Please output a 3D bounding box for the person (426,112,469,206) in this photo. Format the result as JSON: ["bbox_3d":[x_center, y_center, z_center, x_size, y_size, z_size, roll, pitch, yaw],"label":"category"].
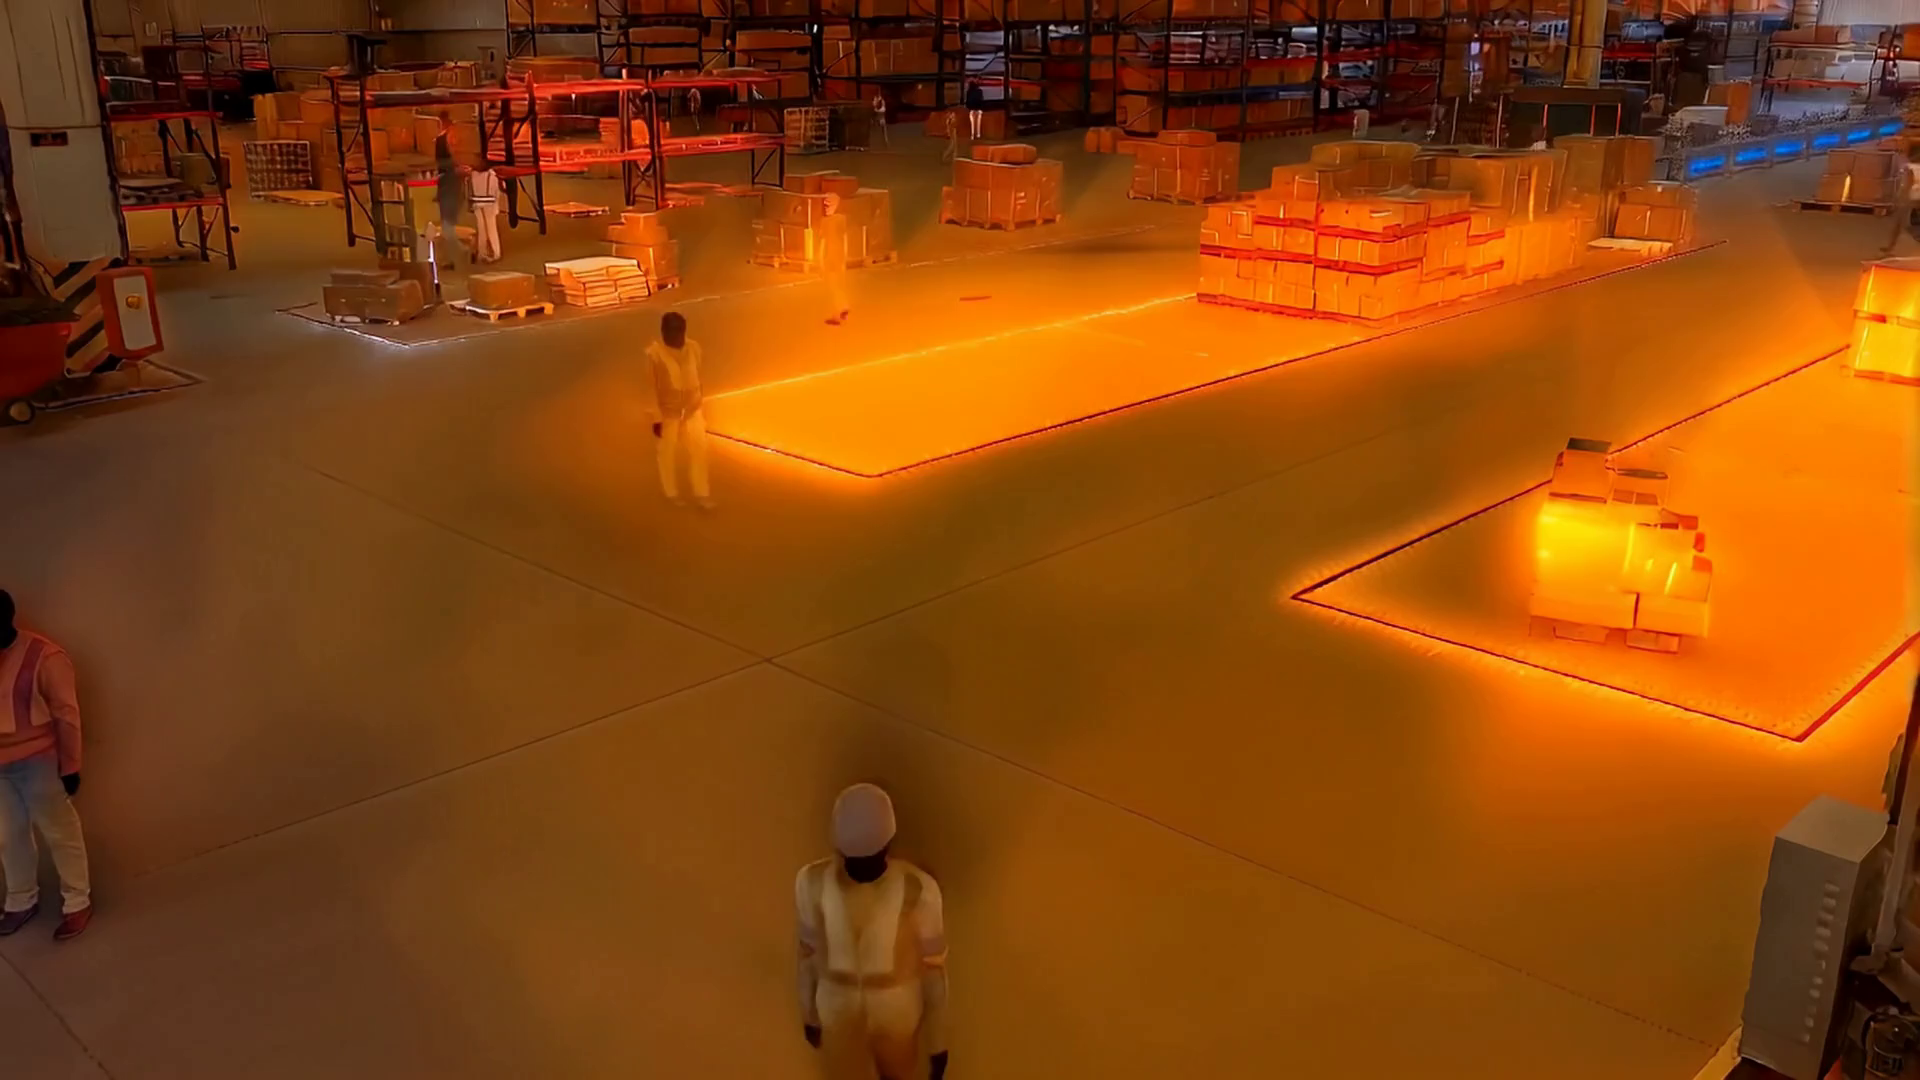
[{"bbox_3d":[-11.104,-8.265,35.994,1.002,2.000,0.697,-14,23,-37],"label":"person"}]

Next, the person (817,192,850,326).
[{"bbox_3d":[-1.785,-3.898,23.118,0.385,1.859,0.548,15,24,38],"label":"person"}]

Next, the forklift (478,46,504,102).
[{"bbox_3d":[-14.397,-13.832,51.456,1.129,2.768,1.873,17,25,41],"label":"forklift"}]

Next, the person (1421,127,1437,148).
[{"bbox_3d":[9.466,-7.473,33.899,0.579,1.855,0.537,10,21,28],"label":"person"}]

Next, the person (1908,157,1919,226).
[{"bbox_3d":[19.150,-7.199,32.947,0.375,1.935,0.551,17,25,41],"label":"person"}]

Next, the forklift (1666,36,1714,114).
[{"bbox_3d":[27.341,-17.291,61.877,1.129,2.768,1.873,17,25,41],"label":"forklift"}]

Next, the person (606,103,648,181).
[{"bbox_3d":[-8.186,-9.785,40.837,1.034,1.878,0.651,-6,19,-16],"label":"person"}]

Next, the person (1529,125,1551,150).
[{"bbox_3d":[11.608,-7.321,33.330,0.606,1.937,0.916,-15,24,-38],"label":"person"}]

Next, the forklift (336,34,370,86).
[{"bbox_3d":[-23.429,-18.309,64.943,1.129,2.768,1.873,17,25,41],"label":"forklift"}]

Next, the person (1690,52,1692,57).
[{"bbox_3d":[31.340,-20.144,71.855,0.383,1.996,0.609,8,20,22],"label":"person"}]

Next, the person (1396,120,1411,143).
[{"bbox_3d":[9.889,-8.440,36.995,0.526,1.740,0.769,-14,23,-35],"label":"person"}]

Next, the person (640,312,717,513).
[{"bbox_3d":[-2.467,-1.107,14.777,0.647,1.812,0.771,-15,23,-38],"label":"person"}]

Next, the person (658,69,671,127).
[{"bbox_3d":[-10.082,-15.059,56.673,0.589,1.912,0.391,13,22,34],"label":"person"}]

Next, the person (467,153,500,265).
[{"bbox_3d":[-8.099,-5.628,28.293,0.584,1.884,0.346,5,19,15],"label":"person"}]

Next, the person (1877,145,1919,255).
[{"bbox_3d":[16.823,-6.009,29.420,0.802,1.897,0.595,17,25,41],"label":"person"}]

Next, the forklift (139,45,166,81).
[{"bbox_3d":[-25.287,-14.121,52.325,1.129,2.768,1.873,17,25,41],"label":"forklift"}]

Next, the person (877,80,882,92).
[{"bbox_3d":[-2.872,-17.360,63.731,0.627,1.833,0.429,-1,18,-4],"label":"person"}]

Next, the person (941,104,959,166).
[{"bbox_3d":[-0.217,-10.743,44.106,0.423,1.622,0.531,-8,20,-22],"label":"person"}]

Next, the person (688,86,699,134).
[{"bbox_3d":[-8.603,-13.966,53.710,0.316,1.695,0.542,0,18,0],"label":"person"}]

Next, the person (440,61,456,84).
[{"bbox_3d":[-19.499,-17.289,63.395,0.576,1.896,0.915,-5,19,-16],"label":"person"}]

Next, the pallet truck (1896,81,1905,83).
[{"bbox_3d":[34.802,-16.331,61.455,0.653,1.274,1.630,17,25,41],"label":"pallet truck"}]

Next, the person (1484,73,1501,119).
[{"bbox_3d":[19.293,-16.069,60.160,0.517,1.614,0.500,-11,21,-29],"label":"person"}]

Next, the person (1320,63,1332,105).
[{"bbox_3d":[14.833,-18.423,67.202,0.533,1.662,0.869,-7,20,-20],"label":"person"}]

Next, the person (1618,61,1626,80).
[{"bbox_3d":[26.730,-18.508,67.288,0.329,1.765,0.533,8,20,23],"label":"person"}]

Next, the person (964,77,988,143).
[{"bbox_3d":[0.504,-13.118,50.760,0.770,1.955,0.369,4,19,11],"label":"person"}]

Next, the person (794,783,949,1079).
[{"bbox_3d":[-0.319,1.727,6.139,0.565,1.889,1.007,1,18,4],"label":"person"}]

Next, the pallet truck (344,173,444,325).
[{"bbox_3d":[-8.209,-4.181,23.757,0.823,1.965,1.885,3,19,9],"label":"pallet truck"}]

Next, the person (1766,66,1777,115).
[{"bbox_3d":[28.921,-15.884,59.110,0.354,1.939,0.544,14,23,37],"label":"person"}]

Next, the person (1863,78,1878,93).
[{"bbox_3d":[32.729,-16.023,59.808,0.549,1.752,0.407,-5,19,-14],"label":"person"}]

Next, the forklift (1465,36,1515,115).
[{"bbox_3d":[19.973,-17.201,61.605,1.873,2.768,1.129,16,24,40],"label":"forklift"}]

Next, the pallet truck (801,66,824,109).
[{"bbox_3d":[-4.812,-15.182,56.903,0.823,1.965,1.885,-9,21,-26],"label":"pallet truck"}]

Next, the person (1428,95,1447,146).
[{"bbox_3d":[13.741,-11.978,47.880,0.514,1.593,0.841,11,21,31],"label":"person"}]

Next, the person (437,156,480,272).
[{"bbox_3d":[-8.362,-5.387,27.565,0.716,1.895,0.654,3,19,9],"label":"person"}]

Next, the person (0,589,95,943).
[{"bbox_3d":[-4.583,1.097,8.100,0.624,1.844,0.430,2,18,7],"label":"person"}]

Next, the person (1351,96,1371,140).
[{"bbox_3d":[10.085,-10.215,42.044,0.542,1.930,0.374,-13,22,-34],"label":"person"}]

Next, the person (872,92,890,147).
[{"bbox_3d":[-2.386,-12.503,49.466,0.499,1.593,0.849,-10,21,-27],"label":"person"}]

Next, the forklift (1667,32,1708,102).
[{"bbox_3d":[30.117,-19.510,68.562,1.129,2.768,1.873,17,25,41],"label":"forklift"}]
